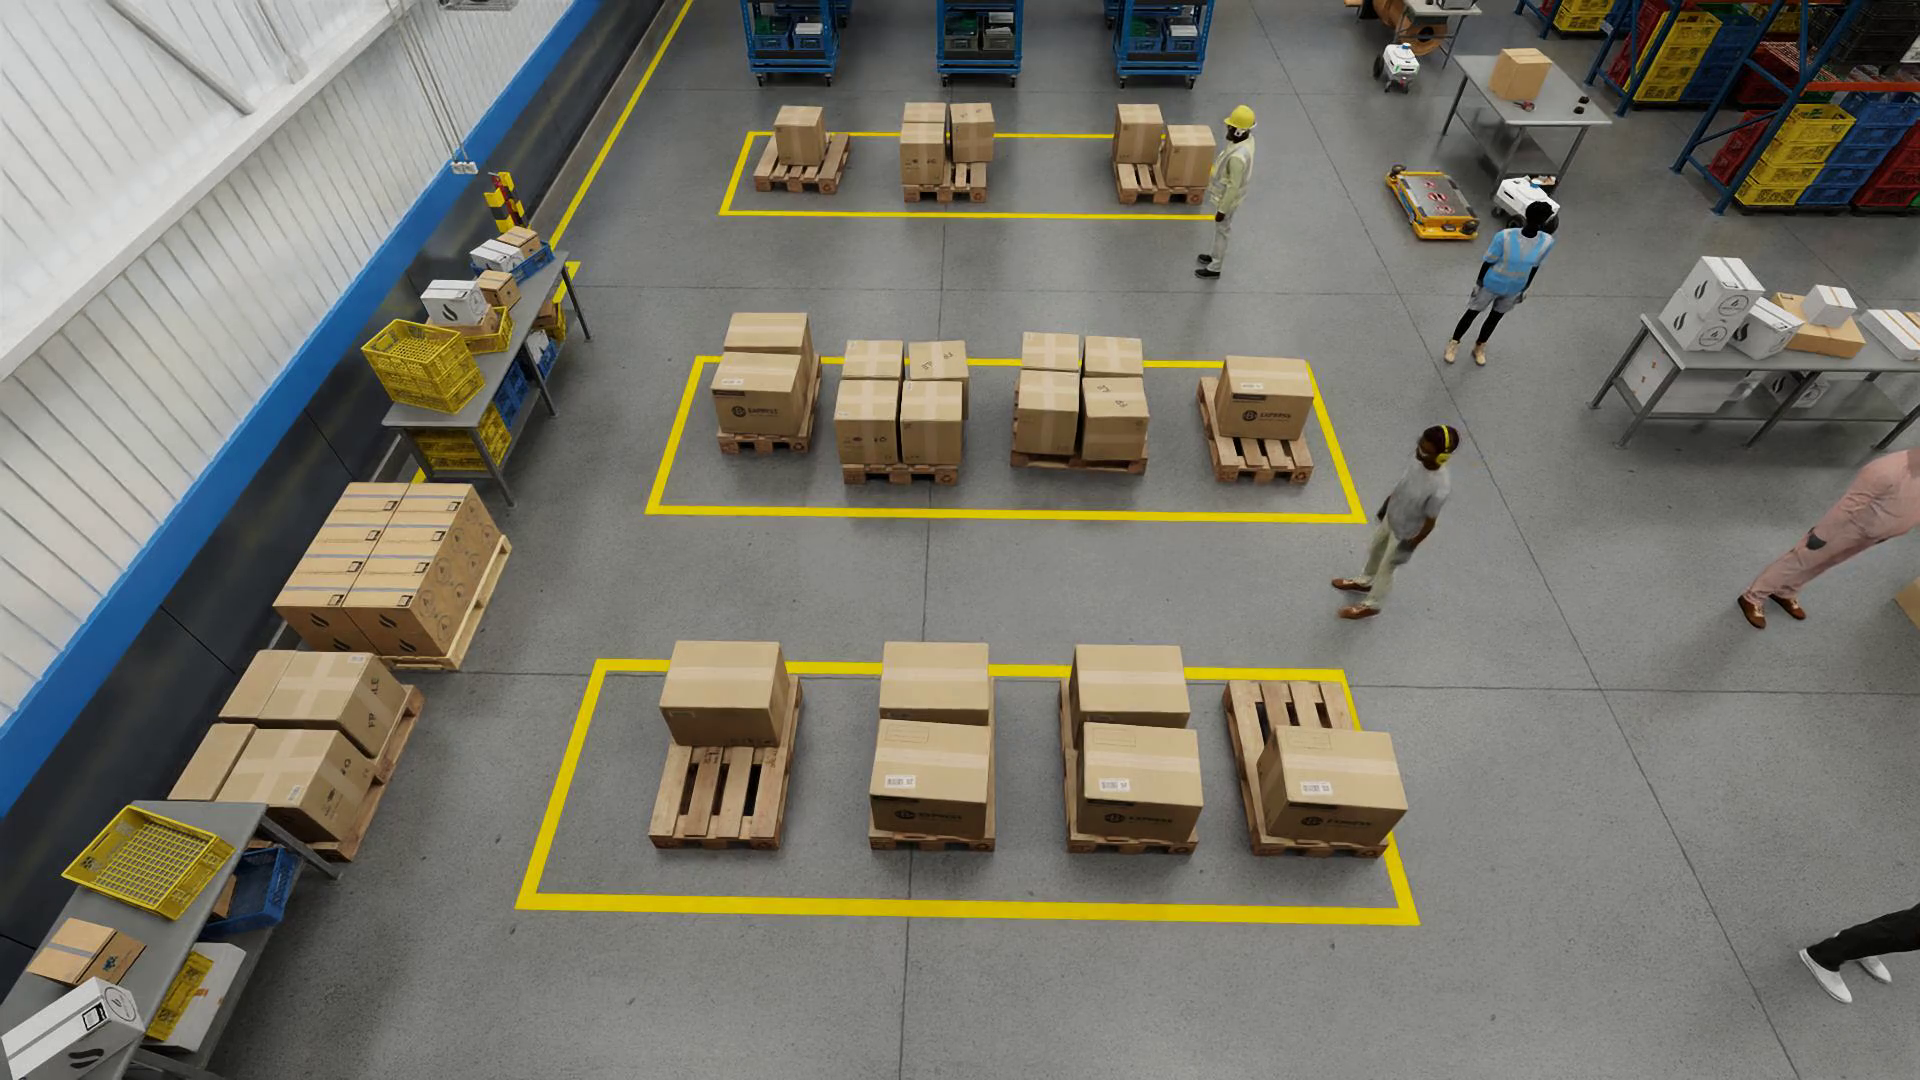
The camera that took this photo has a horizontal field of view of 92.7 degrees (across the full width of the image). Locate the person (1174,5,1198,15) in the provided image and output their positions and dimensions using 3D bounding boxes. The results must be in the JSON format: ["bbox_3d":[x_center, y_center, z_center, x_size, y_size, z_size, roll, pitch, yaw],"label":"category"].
[{"bbox_3d":[3.814,-9.399,14.748,0.511,1.644,0.307,30,55,23],"label":"person"}]

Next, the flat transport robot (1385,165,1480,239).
[{"bbox_3d":[5.692,-4.094,11.059,0.652,0.197,1.431,1,49,1],"label":"flat transport robot"}]

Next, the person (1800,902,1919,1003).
[{"bbox_3d":[5.276,1.926,4.777,0.586,1.910,0.389,-14,51,-12],"label":"person"}]

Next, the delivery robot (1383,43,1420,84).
[{"bbox_3d":[6.377,-6.917,13.256,0.477,0.478,0.707,3,49,2],"label":"delivery robot"}]

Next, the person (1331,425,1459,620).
[{"bbox_3d":[3.134,-0.103,6.557,0.310,1.864,0.533,0,49,0],"label":"person"}]

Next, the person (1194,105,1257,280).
[{"bbox_3d":[2.793,-3.619,9.621,0.404,1.834,0.592,15,51,13],"label":"person"}]

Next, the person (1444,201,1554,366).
[{"bbox_3d":[5.112,-2.401,8.656,0.535,1.697,0.318,6,49,5],"label":"person"}]

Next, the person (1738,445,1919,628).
[{"bbox_3d":[6.384,-0.071,6.506,0.643,1.905,0.400,-8,50,-7],"label":"person"}]

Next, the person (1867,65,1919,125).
[{"bbox_3d":[12.159,-5.982,11.636,0.709,1.896,0.380,-7,50,-6],"label":"person"}]

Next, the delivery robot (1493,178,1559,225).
[{"bbox_3d":[6.612,-3.959,10.696,0.477,0.478,0.707,-10,50,-9],"label":"delivery robot"}]
